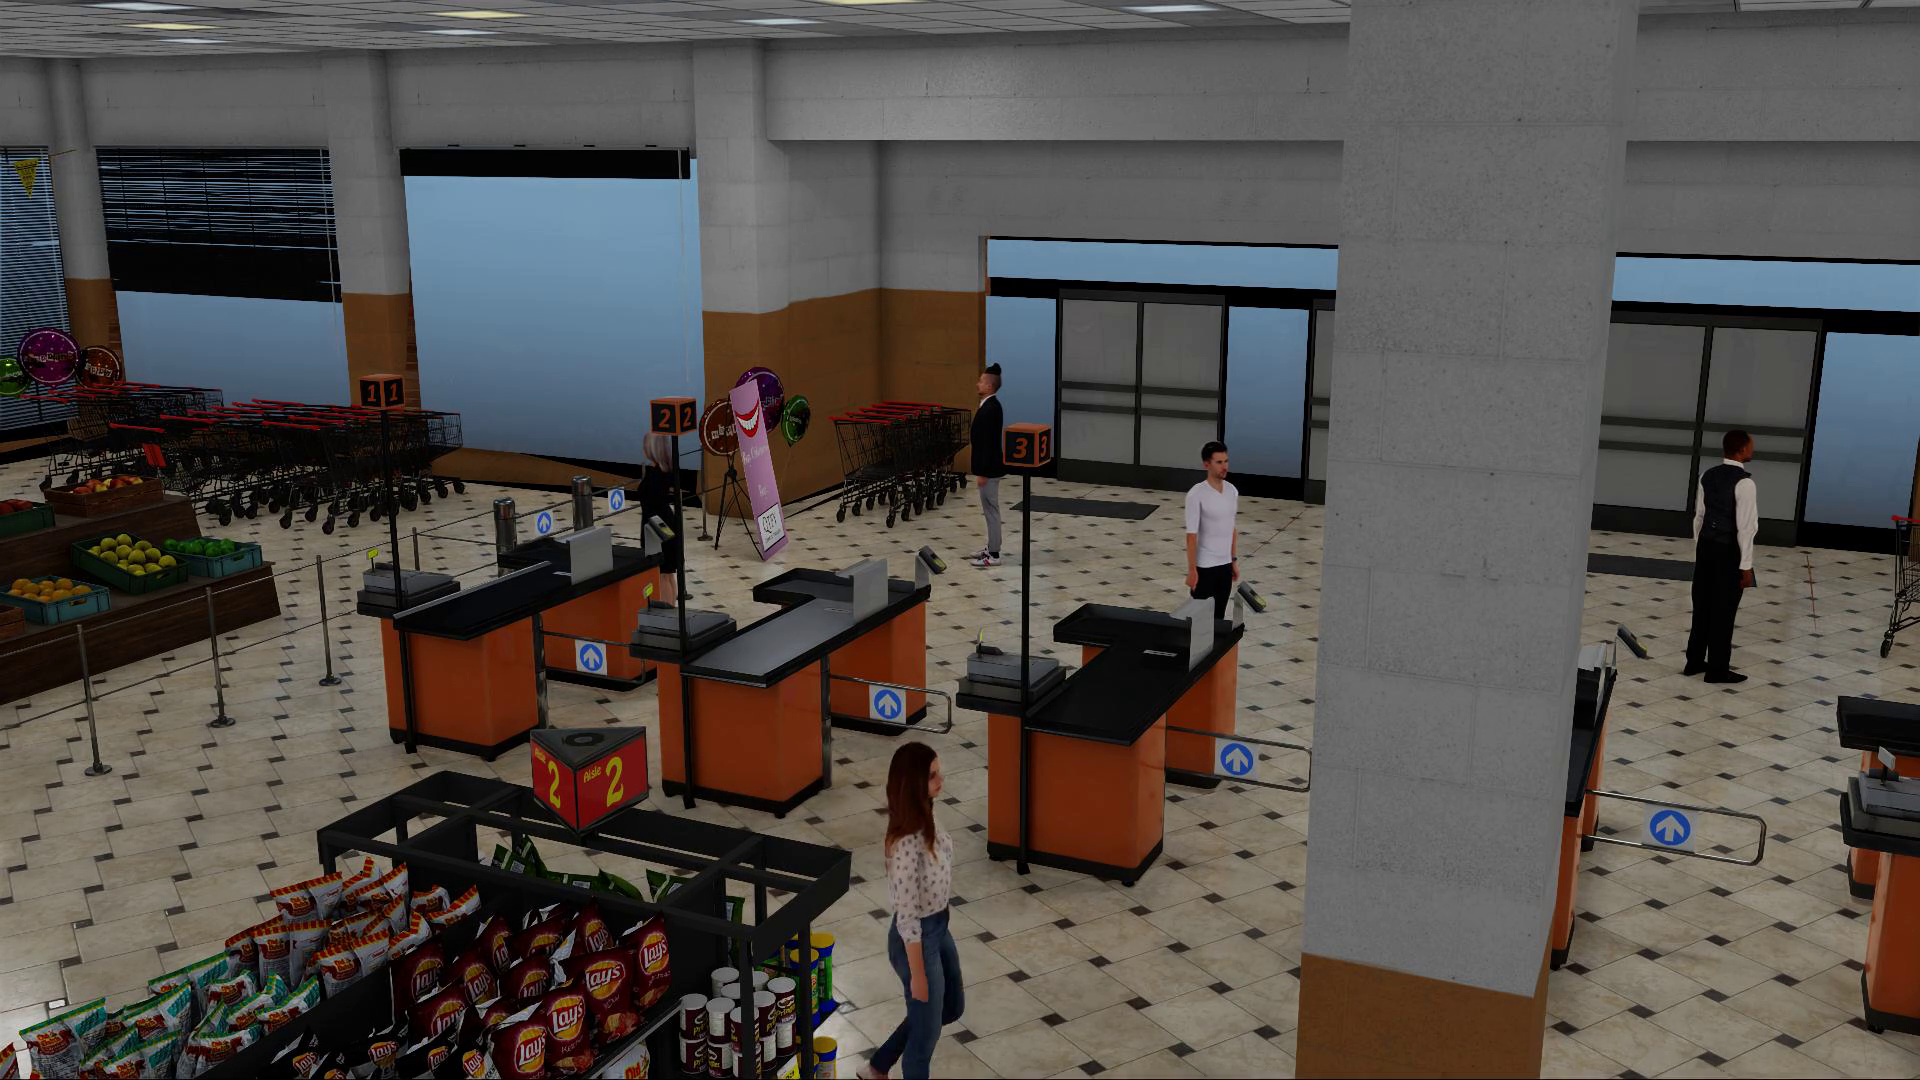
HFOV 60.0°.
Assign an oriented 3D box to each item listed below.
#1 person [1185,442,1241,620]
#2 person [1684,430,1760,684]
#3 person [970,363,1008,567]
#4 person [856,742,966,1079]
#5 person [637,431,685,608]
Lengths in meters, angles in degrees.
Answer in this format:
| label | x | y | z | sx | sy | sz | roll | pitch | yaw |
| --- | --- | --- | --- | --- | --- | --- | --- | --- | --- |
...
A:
| label | x | y | z | sx | sy | sz | roll | pitch | yaw |
| --- | --- | --- | --- | --- | --- | --- | --- | --- | --- |
| person | 1.879 | 0.174 | 12.458 | 0.677 | 1.851 | 0.808 | -10 | 17 | -36 |
| person | 5.756 | 0.113 | 12.566 | 0.832 | 1.918 | 0.766 | -5 | 14 | -18 |
| person | 0.285 | -0.732 | 15.982 | 0.847 | 1.950 | 0.693 | 0 | 14 | 1 |
| person | -0.238 | 1.627 | 6.745 | 0.728 | 1.720 | 0.717 | 3 | 14 | 12 |
| person | -2.451 | -0.036 | 13.543 | 0.748 | 1.746 | 0.631 | 0 | 14 | 2 |
